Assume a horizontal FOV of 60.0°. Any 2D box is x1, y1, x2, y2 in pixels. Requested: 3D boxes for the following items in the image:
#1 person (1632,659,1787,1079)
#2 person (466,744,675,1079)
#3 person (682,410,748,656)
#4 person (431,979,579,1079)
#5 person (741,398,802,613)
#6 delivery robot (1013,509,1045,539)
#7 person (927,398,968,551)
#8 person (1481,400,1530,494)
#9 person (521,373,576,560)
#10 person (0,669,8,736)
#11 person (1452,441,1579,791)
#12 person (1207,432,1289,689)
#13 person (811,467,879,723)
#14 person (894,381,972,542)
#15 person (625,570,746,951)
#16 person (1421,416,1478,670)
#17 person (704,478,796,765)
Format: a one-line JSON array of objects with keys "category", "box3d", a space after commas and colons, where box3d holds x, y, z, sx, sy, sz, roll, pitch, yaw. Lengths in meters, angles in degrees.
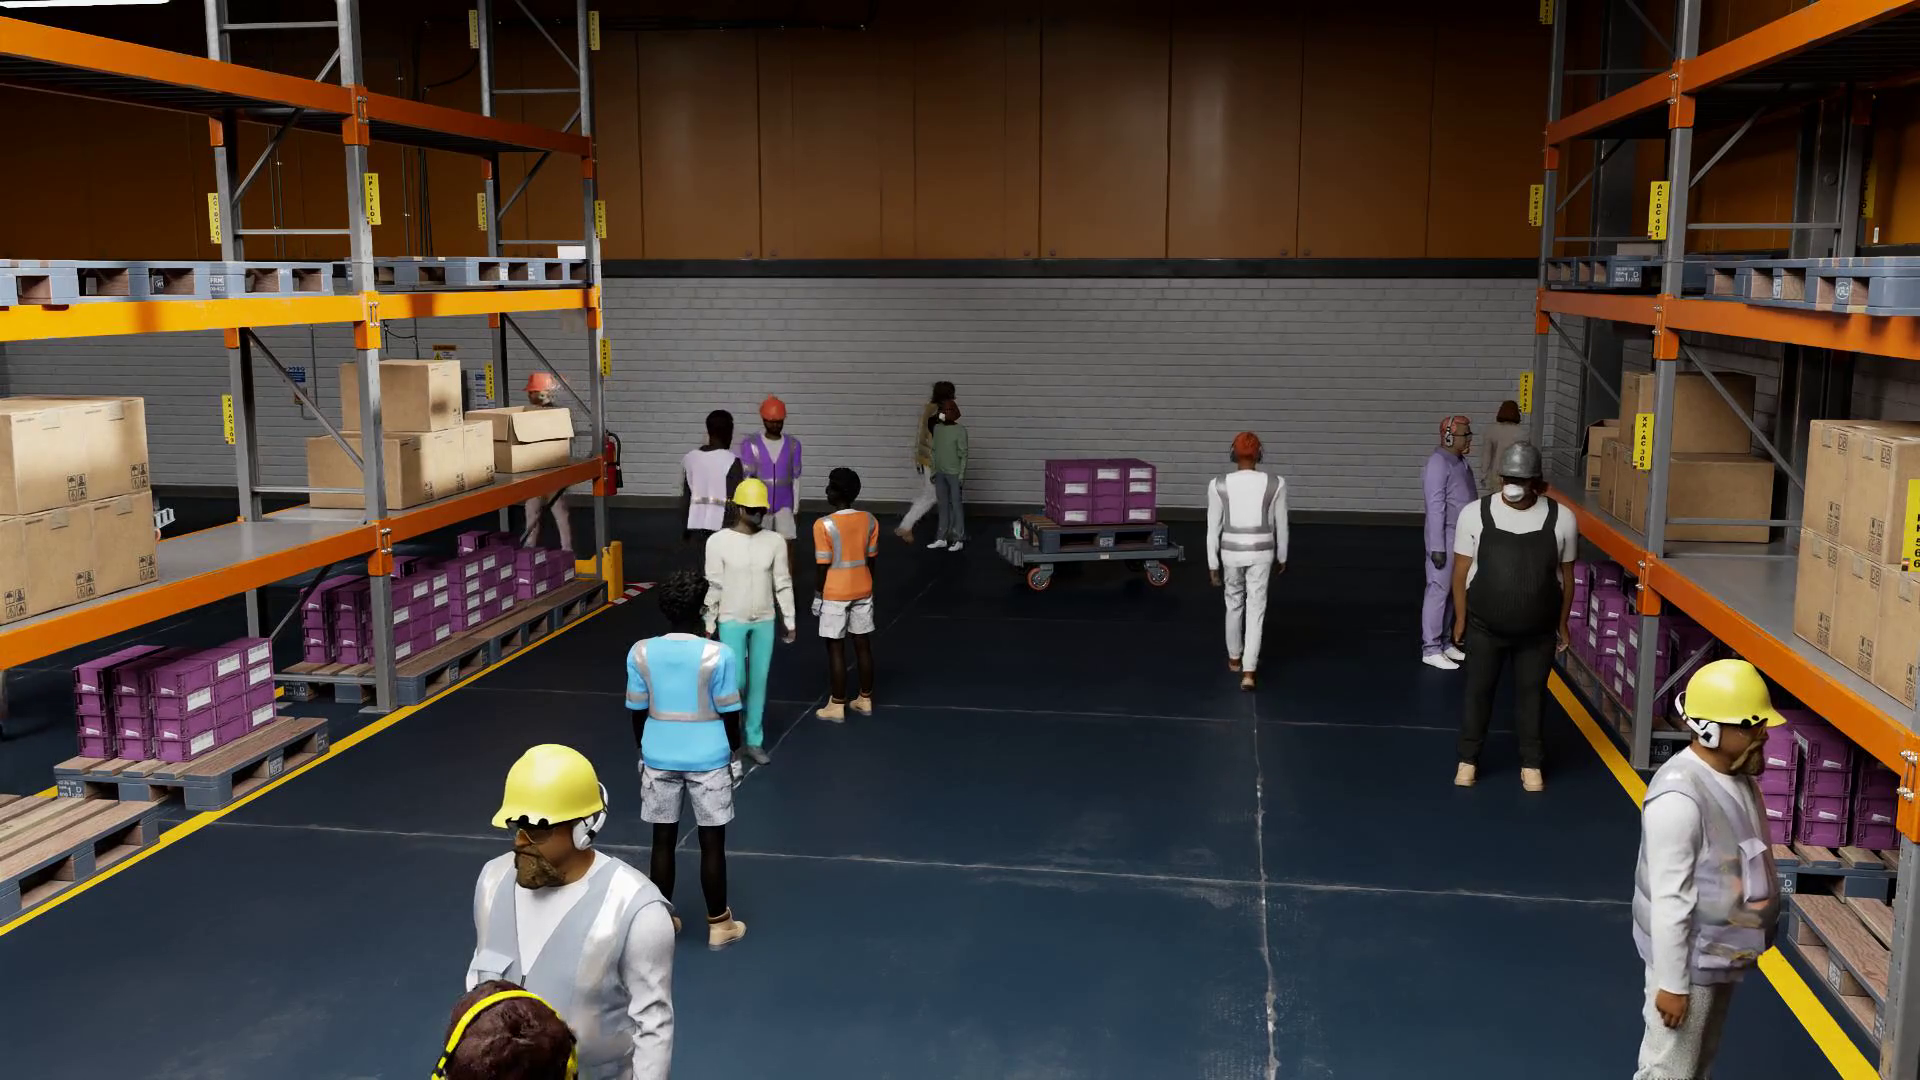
[{"category": "person", "box3d": [2.291, 1.259, 5.119, 0.404, 1.834, 0.591, 8, 12, 41]}, {"category": "person", "box3d": [-1.009, 1.406, 4.217, 0.590, 1.833, 0.404, 4, 10, 22]}, {"category": "person", "box3d": [-1.949, -0.053, 12.976, 0.793, 1.918, 0.442, 7, 11, 36]}, {"category": "person", "box3d": [-0.770, 1.628, 2.821, 0.552, 1.836, 0.812, -8, 12, -39]}, {"category": "person", "box3d": [-1.634, -0.293, 14.521, 0.566, 1.881, 1.009, -3, 10, -15]}, {"category": "delivery robot", "box3d": [0.894, -0.077, 17.004, 0.707, 0.478, 0.477, 0, 9, -3]}, {"category": "person", "box3d": [-0.129, -0.700, 17.814, 0.498, 1.634, 0.279, 8, 12, 42]}, {"category": "person", "box3d": [5.842, -0.686, 17.769, 0.525, 1.624, 0.449, 4, 10, 21]}, {"category": "person", "box3d": [-4.257, -0.679, 16.649, 0.834, 1.964, 0.654, -3, 10, -18]}, {"category": "person", "box3d": [-6.350, 0.462, 10.785, 0.555, 1.593, 0.870, -3, 10, -19]}, {"category": "person", "box3d": [3.176, 0.438, 9.544, 0.684, 2.000, 0.535, 2, 10, 15]}, {"category": "person", "box3d": [2.083, 0.134, 12.085, 0.579, 1.838, 0.994, 2, 10, 15]}, {"category": "person", "box3d": [-0.771, 0.360, 11.074, 0.540, 1.699, 0.315, -9, 13, -44]}, {"category": "person", "box3d": [-0.315, -0.859, 18.279, 0.837, 1.805, 0.631, 0, 9, 1]}, {"category": "person", "box3d": [-1.199, 0.971, 7.329, 0.531, 1.692, 0.320, 2, 9, 13]}, {"category": "person", "box3d": [3.718, 0.010, 12.599, 0.408, 1.908, 0.644, 6, 11, 31]}, {"category": "person", "box3d": [-1.254, 0.498, 10.022, 0.554, 1.752, 0.387, -5, 11, -29]}]
